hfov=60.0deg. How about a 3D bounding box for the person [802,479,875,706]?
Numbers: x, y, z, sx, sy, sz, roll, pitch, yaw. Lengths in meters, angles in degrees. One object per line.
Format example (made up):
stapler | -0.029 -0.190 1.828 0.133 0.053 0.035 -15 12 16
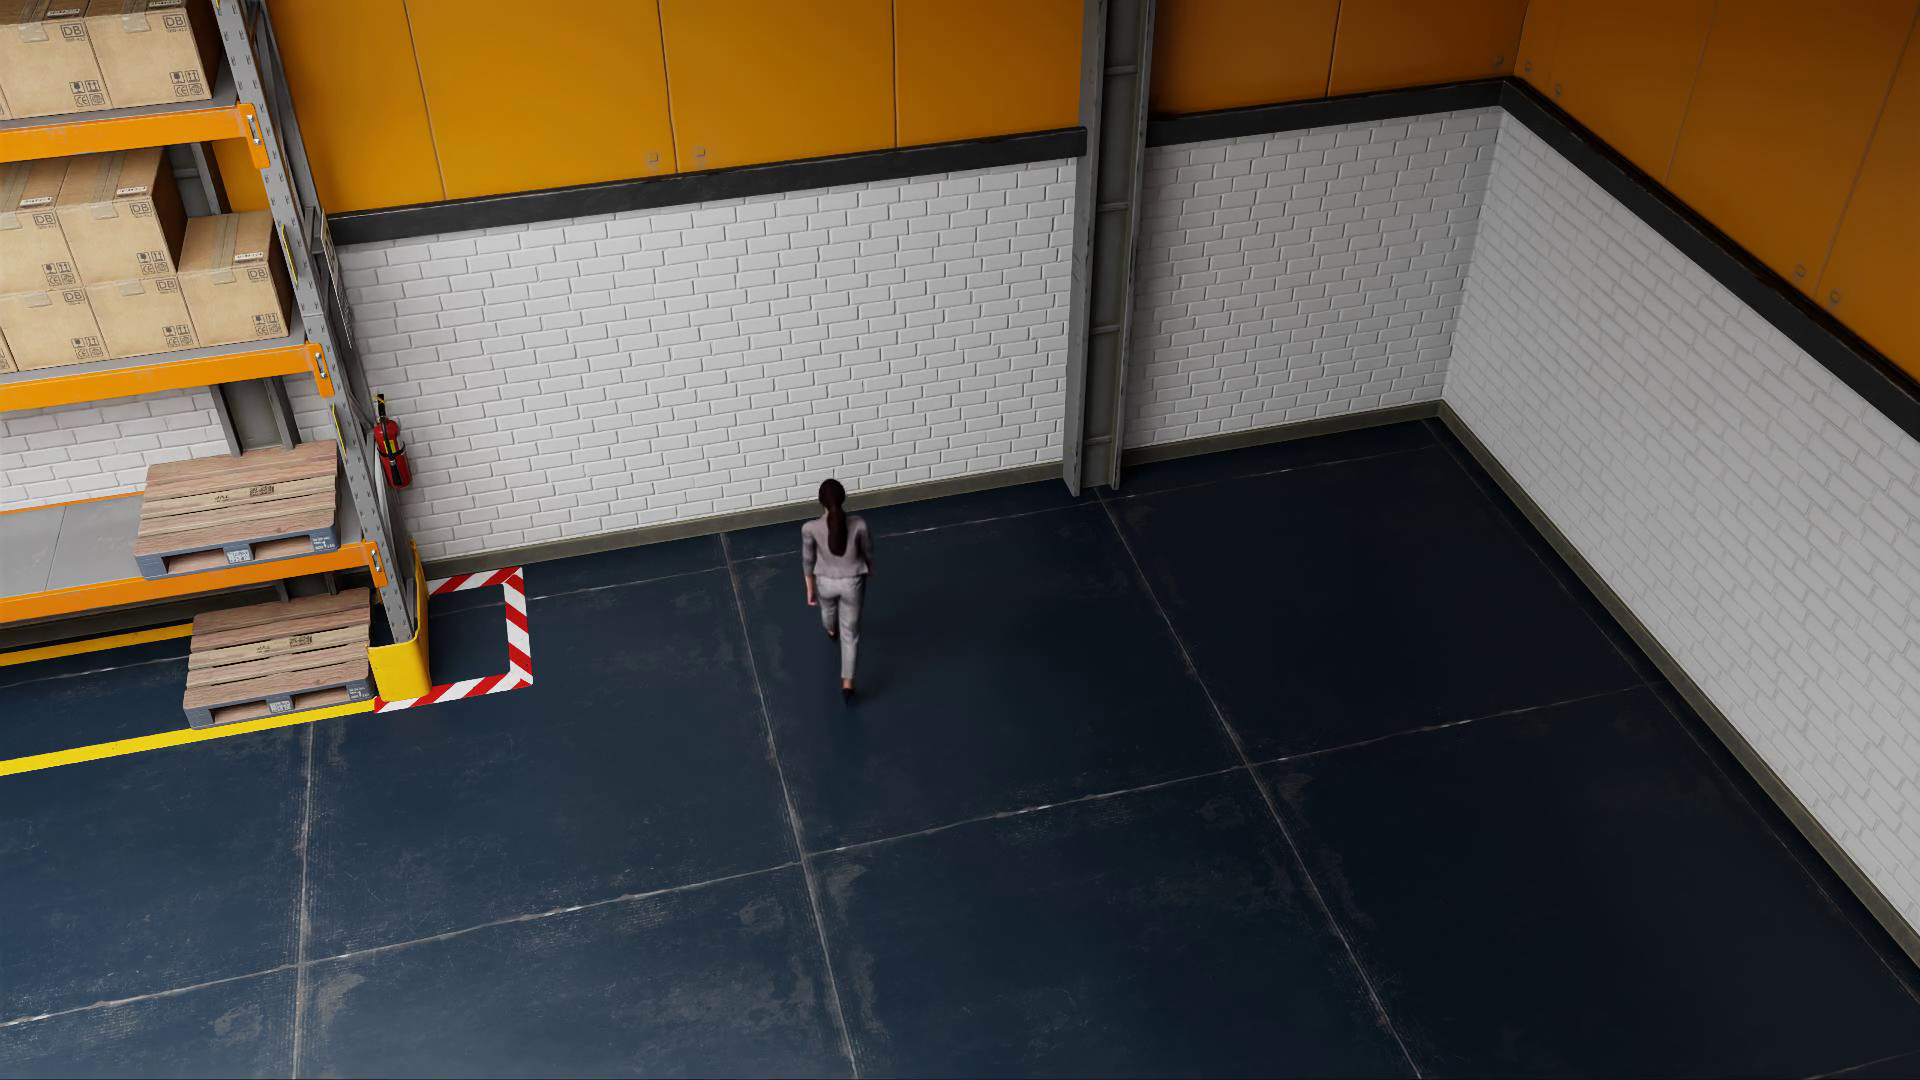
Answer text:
person | -0.792 0.383 11.099 1.091 1.621 0.862 -1 39 -1
